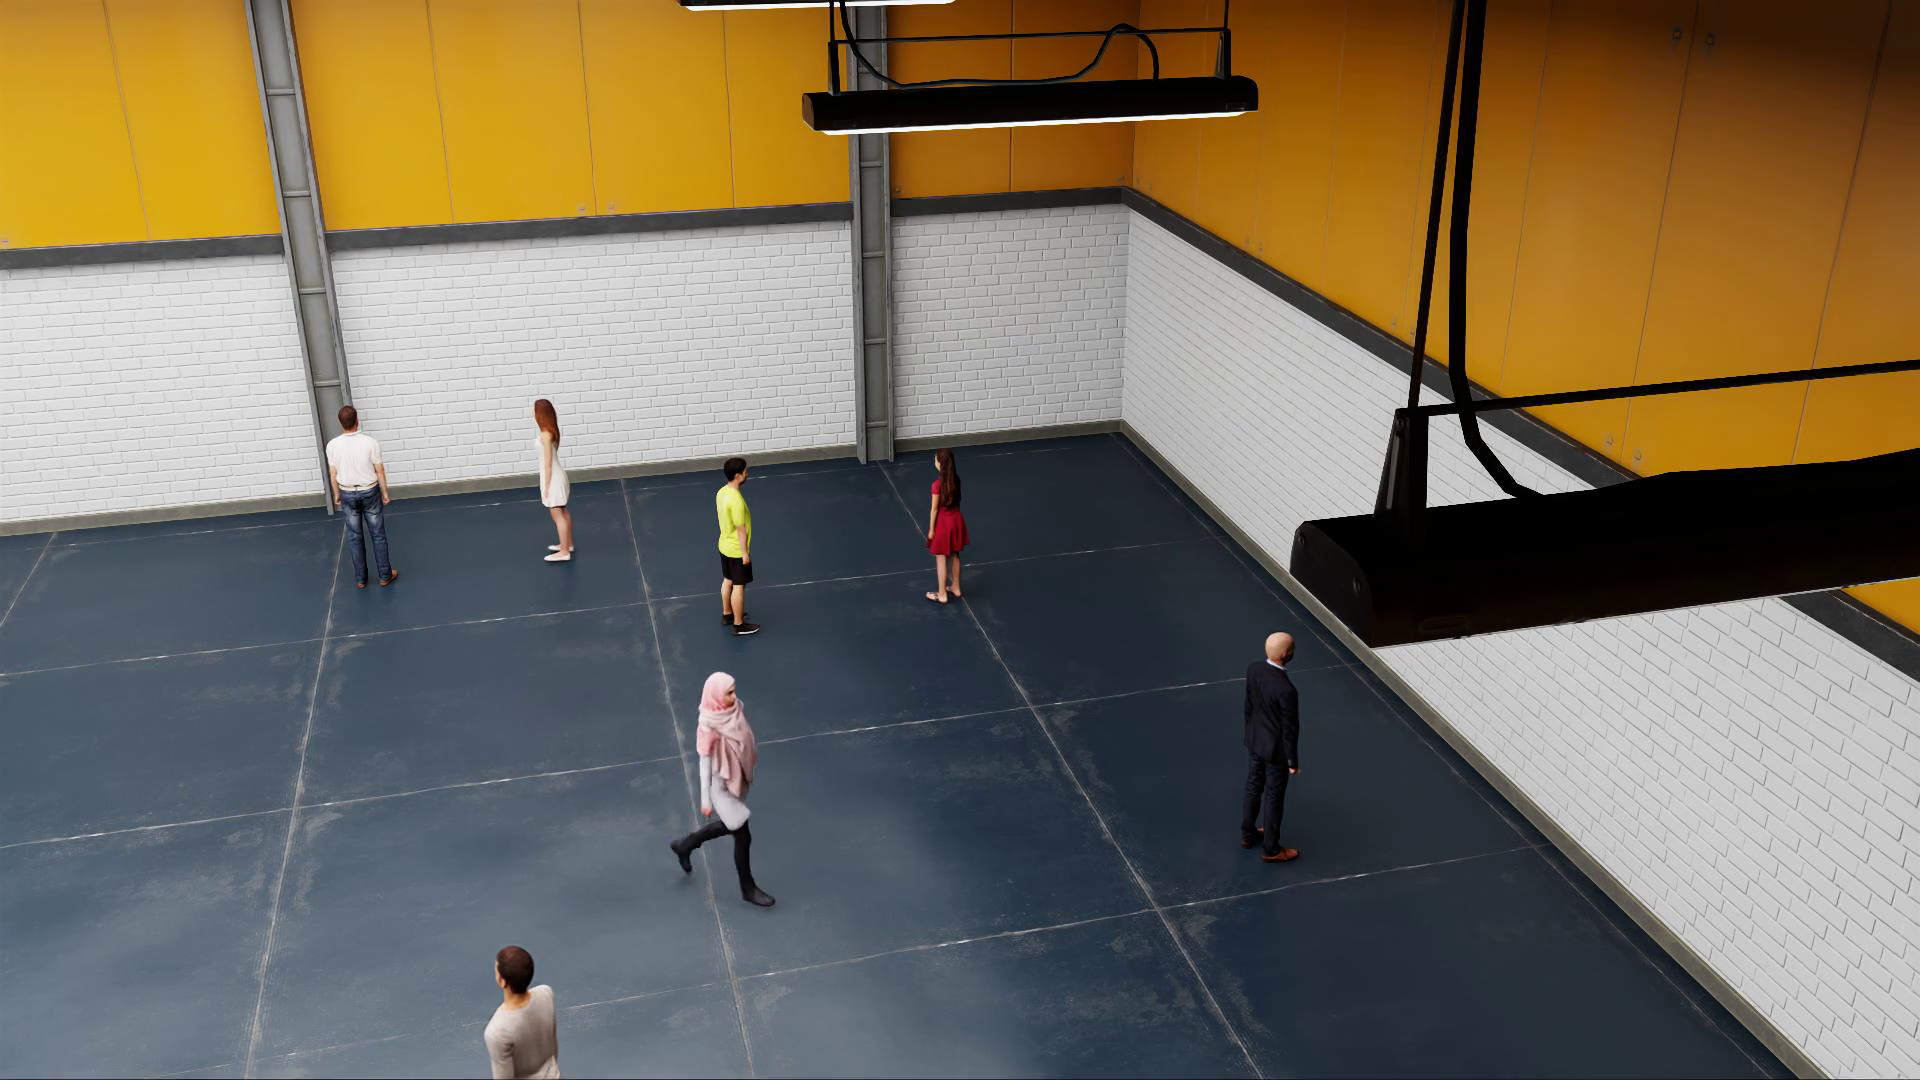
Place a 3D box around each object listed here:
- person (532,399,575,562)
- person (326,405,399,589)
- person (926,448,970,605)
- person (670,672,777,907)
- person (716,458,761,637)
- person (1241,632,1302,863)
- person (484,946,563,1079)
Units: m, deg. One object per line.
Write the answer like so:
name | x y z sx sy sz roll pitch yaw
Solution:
person | -4.141 -0.626 16.966 0.563 1.711 0.596 -3 24 -6
person | -5.897 -0.429 16.338 0.519 1.855 0.740 -4 24 -9
person | -0.127 -0.151 16.079 0.733 1.551 0.672 20 31 38
person | -1.693 1.718 11.520 1.163 1.780 1.049 10 26 22
person | -2.098 0.048 15.432 0.611 1.705 0.661 -13 27 -27
person | 2.246 1.482 12.034 0.670 1.800 0.740 -13 27 -27
person | -2.237 2.905 8.694 0.784 1.868 0.742 11 26 23
